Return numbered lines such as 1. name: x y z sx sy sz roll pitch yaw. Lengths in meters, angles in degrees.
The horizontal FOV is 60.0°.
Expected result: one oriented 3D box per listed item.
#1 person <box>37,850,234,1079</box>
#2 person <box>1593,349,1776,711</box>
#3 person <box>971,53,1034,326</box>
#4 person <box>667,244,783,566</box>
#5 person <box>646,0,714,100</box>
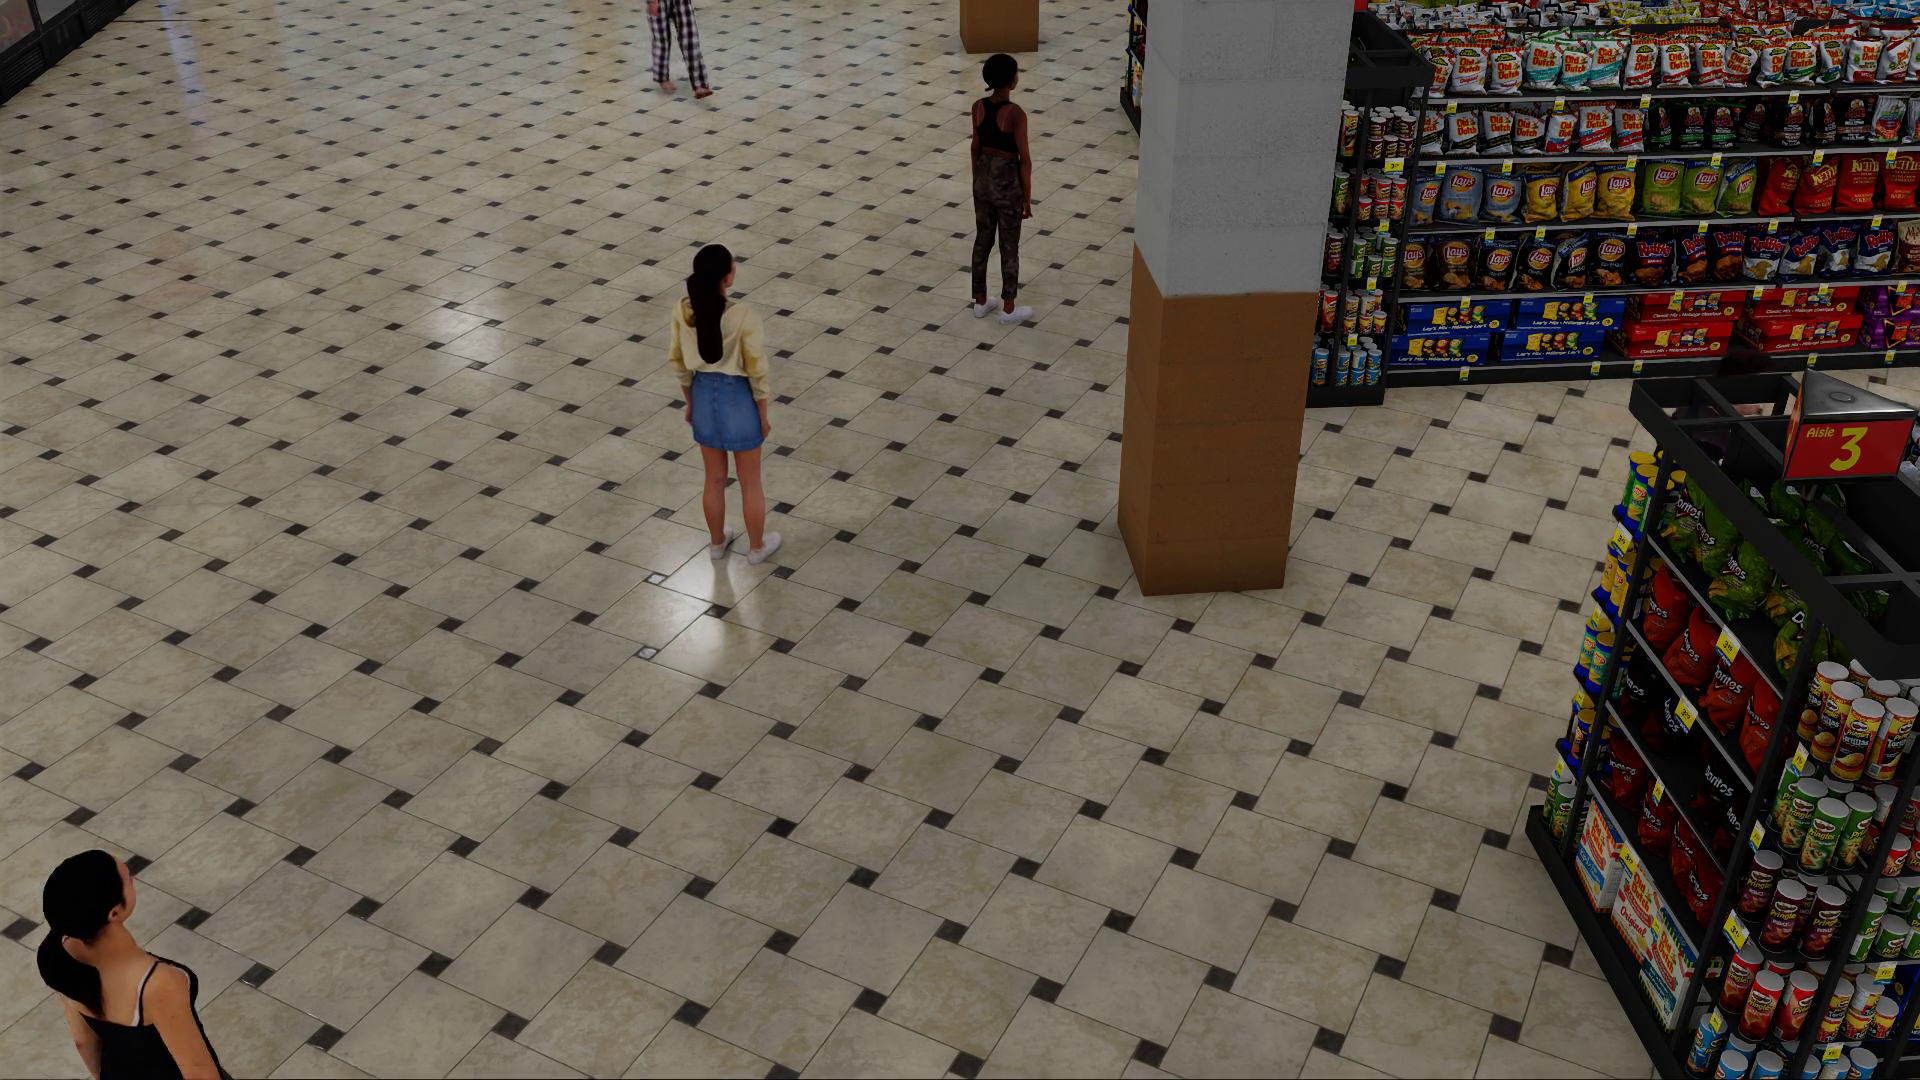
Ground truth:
1. person: -2.145 1.555 4.363 1.004 1.705 0.871 10 33 16
2. person: 2.775 0.076 6.629 0.679 1.822 0.737 -7 33 -11
3. person: 0.239 -2.189 10.386 0.641 1.699 0.715 21 37 30
4. person: -1.123 -0.632 7.948 0.612 1.631 0.764 9 33 14
5. person: -2.584 -4.750 14.401 1.163 1.806 1.079 -21 38 -30
